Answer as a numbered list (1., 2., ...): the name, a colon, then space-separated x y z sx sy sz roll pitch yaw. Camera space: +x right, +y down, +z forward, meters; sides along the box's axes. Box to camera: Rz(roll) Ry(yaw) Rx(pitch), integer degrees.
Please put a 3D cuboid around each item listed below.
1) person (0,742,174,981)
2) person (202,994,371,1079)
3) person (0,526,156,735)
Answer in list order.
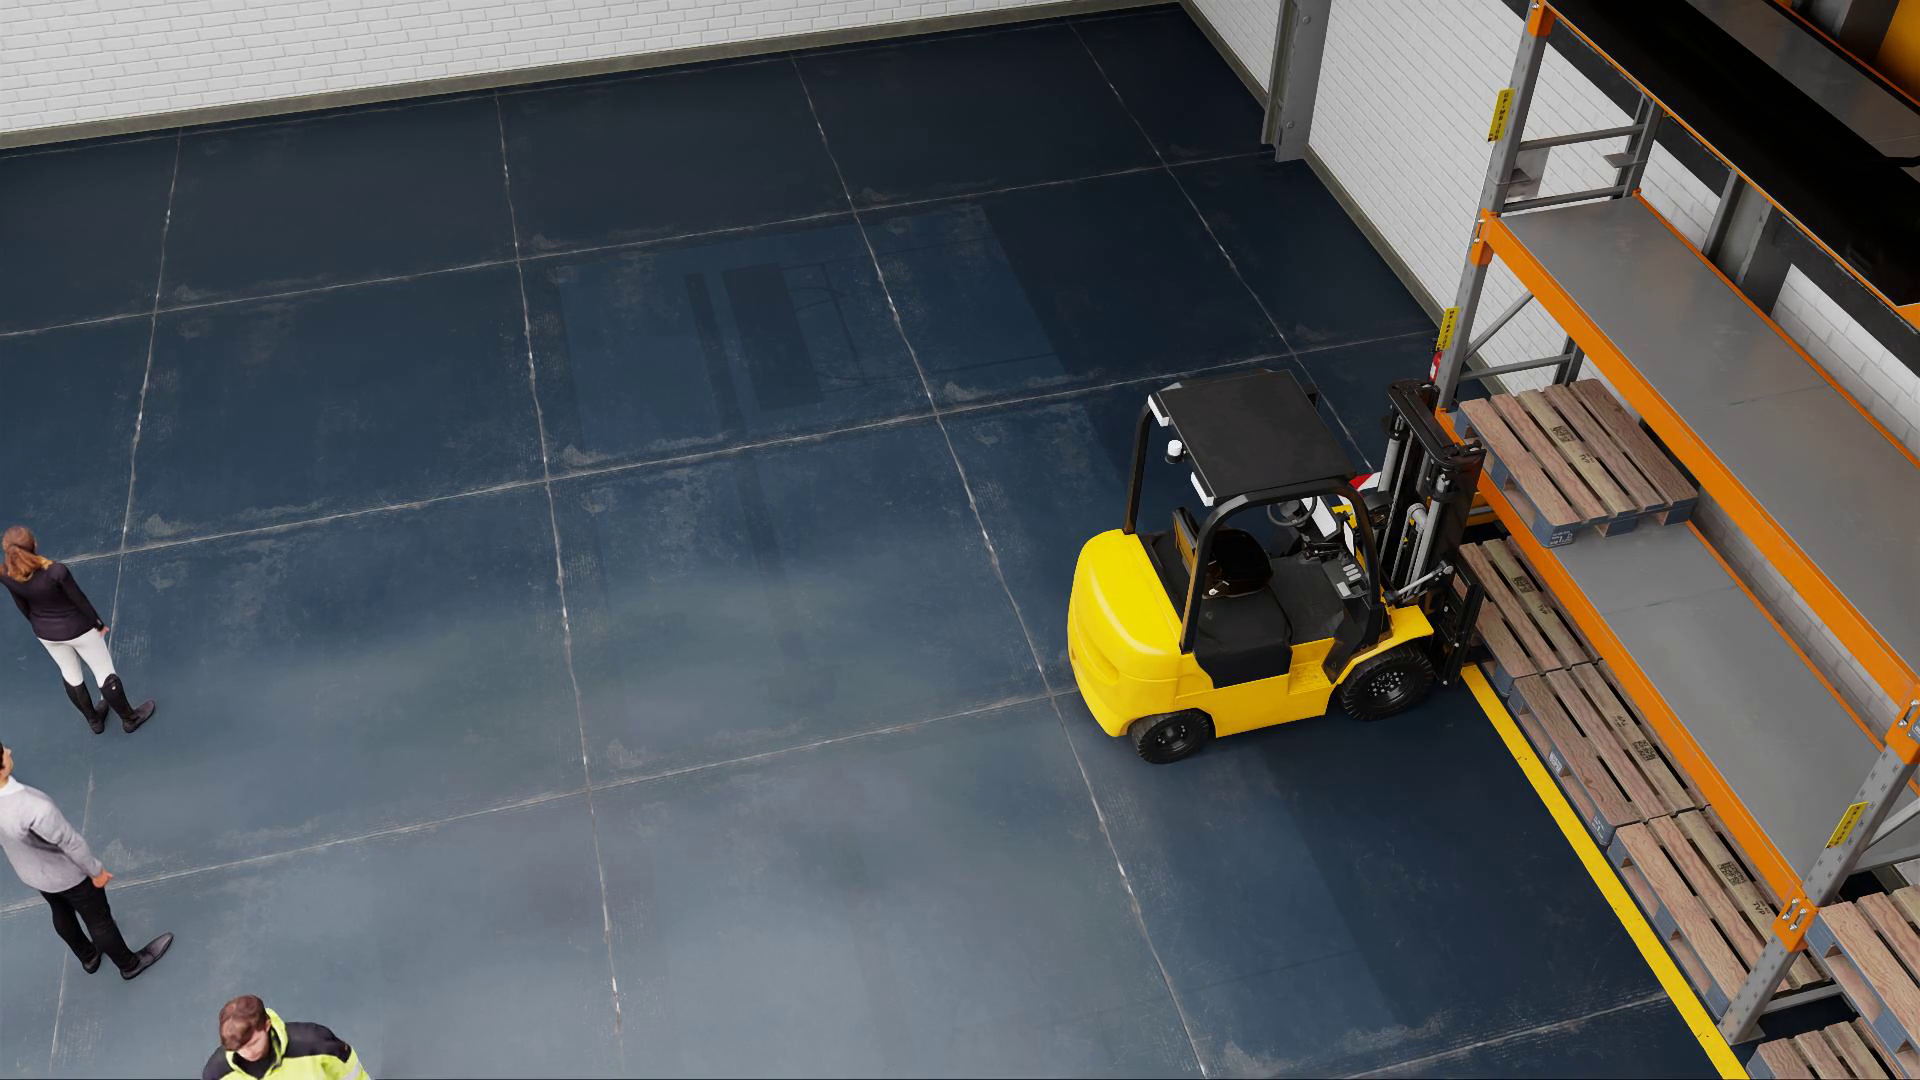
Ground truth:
1. person: -4.792 1.700 8.763 0.837 1.923 0.839 12 45 12
2. person: -3.063 2.599 7.790 0.779 1.964 0.781 -11 45 -12
3. person: -5.425 0.552 10.110 0.635 1.727 0.651 2 44 2
